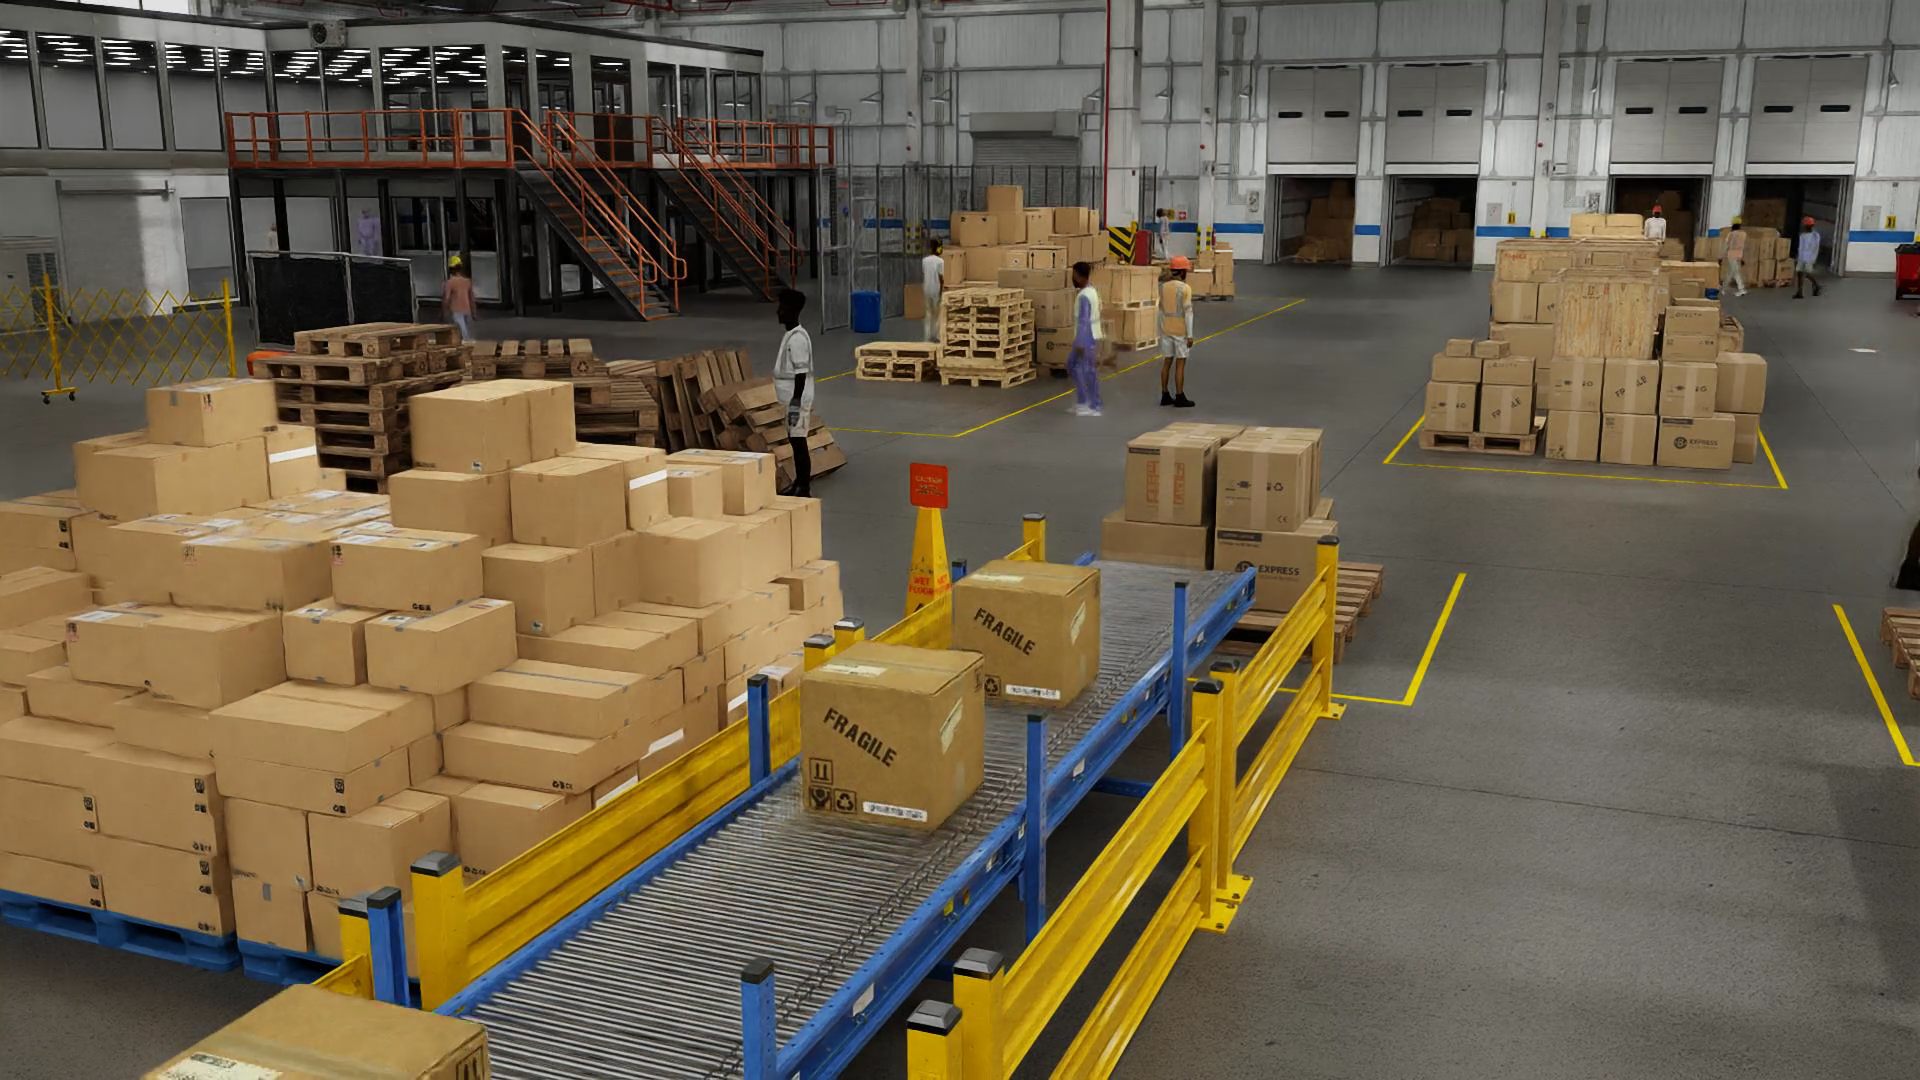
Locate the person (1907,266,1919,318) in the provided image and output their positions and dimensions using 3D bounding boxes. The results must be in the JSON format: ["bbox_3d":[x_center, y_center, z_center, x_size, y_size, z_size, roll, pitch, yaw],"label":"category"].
[{"bbox_3d":[19.771,-5.462,33.892,0.927,1.896,0.645,1,13,4],"label":"person"}]

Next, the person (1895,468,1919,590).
[{"bbox_3d":[7.167,-0.547,11.827,0.798,1.905,0.562,3,13,14],"label":"person"}]

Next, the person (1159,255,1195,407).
[{"bbox_3d":[2.784,-2.668,21.287,0.360,1.938,0.545,-10,16,-38],"label":"person"}]

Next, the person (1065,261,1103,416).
[{"bbox_3d":[1.487,-2.465,20.450,0.605,1.897,0.617,2,13,8],"label":"person"}]

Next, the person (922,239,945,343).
[{"bbox_3d":[-0.410,-4.208,28.403,0.541,1.840,0.732,8,15,33],"label":"person"}]

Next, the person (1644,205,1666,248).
[{"bbox_3d":[19.854,-8.550,47.540,0.623,1.992,0.396,1,13,3],"label":"person"}]

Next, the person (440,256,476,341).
[{"bbox_3d":[-7.576,-3.413,25.117,0.904,1.714,0.540,7,14,28],"label":"person"}]

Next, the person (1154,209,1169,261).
[{"bbox_3d":[6.274,-9.426,51.895,0.614,1.802,0.726,4,13,18],"label":"person"}]

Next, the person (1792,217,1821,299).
[{"bbox_3d":[19.963,-6.638,39.140,0.565,1.917,0.550,-5,14,-22],"label":"person"}]

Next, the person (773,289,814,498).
[{"bbox_3d":[-1.498,-1.273,14.963,0.364,1.966,0.610,-2,13,-10],"label":"person"}]

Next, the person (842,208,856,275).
[{"bbox_3d":[-3.220,-8.655,48.123,0.403,1.943,0.607,5,13,20],"label":"person"}]

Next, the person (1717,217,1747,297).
[{"bbox_3d":[18.618,-6.799,39.953,0.602,1.885,0.976,-7,14,-28],"label":"person"}]
